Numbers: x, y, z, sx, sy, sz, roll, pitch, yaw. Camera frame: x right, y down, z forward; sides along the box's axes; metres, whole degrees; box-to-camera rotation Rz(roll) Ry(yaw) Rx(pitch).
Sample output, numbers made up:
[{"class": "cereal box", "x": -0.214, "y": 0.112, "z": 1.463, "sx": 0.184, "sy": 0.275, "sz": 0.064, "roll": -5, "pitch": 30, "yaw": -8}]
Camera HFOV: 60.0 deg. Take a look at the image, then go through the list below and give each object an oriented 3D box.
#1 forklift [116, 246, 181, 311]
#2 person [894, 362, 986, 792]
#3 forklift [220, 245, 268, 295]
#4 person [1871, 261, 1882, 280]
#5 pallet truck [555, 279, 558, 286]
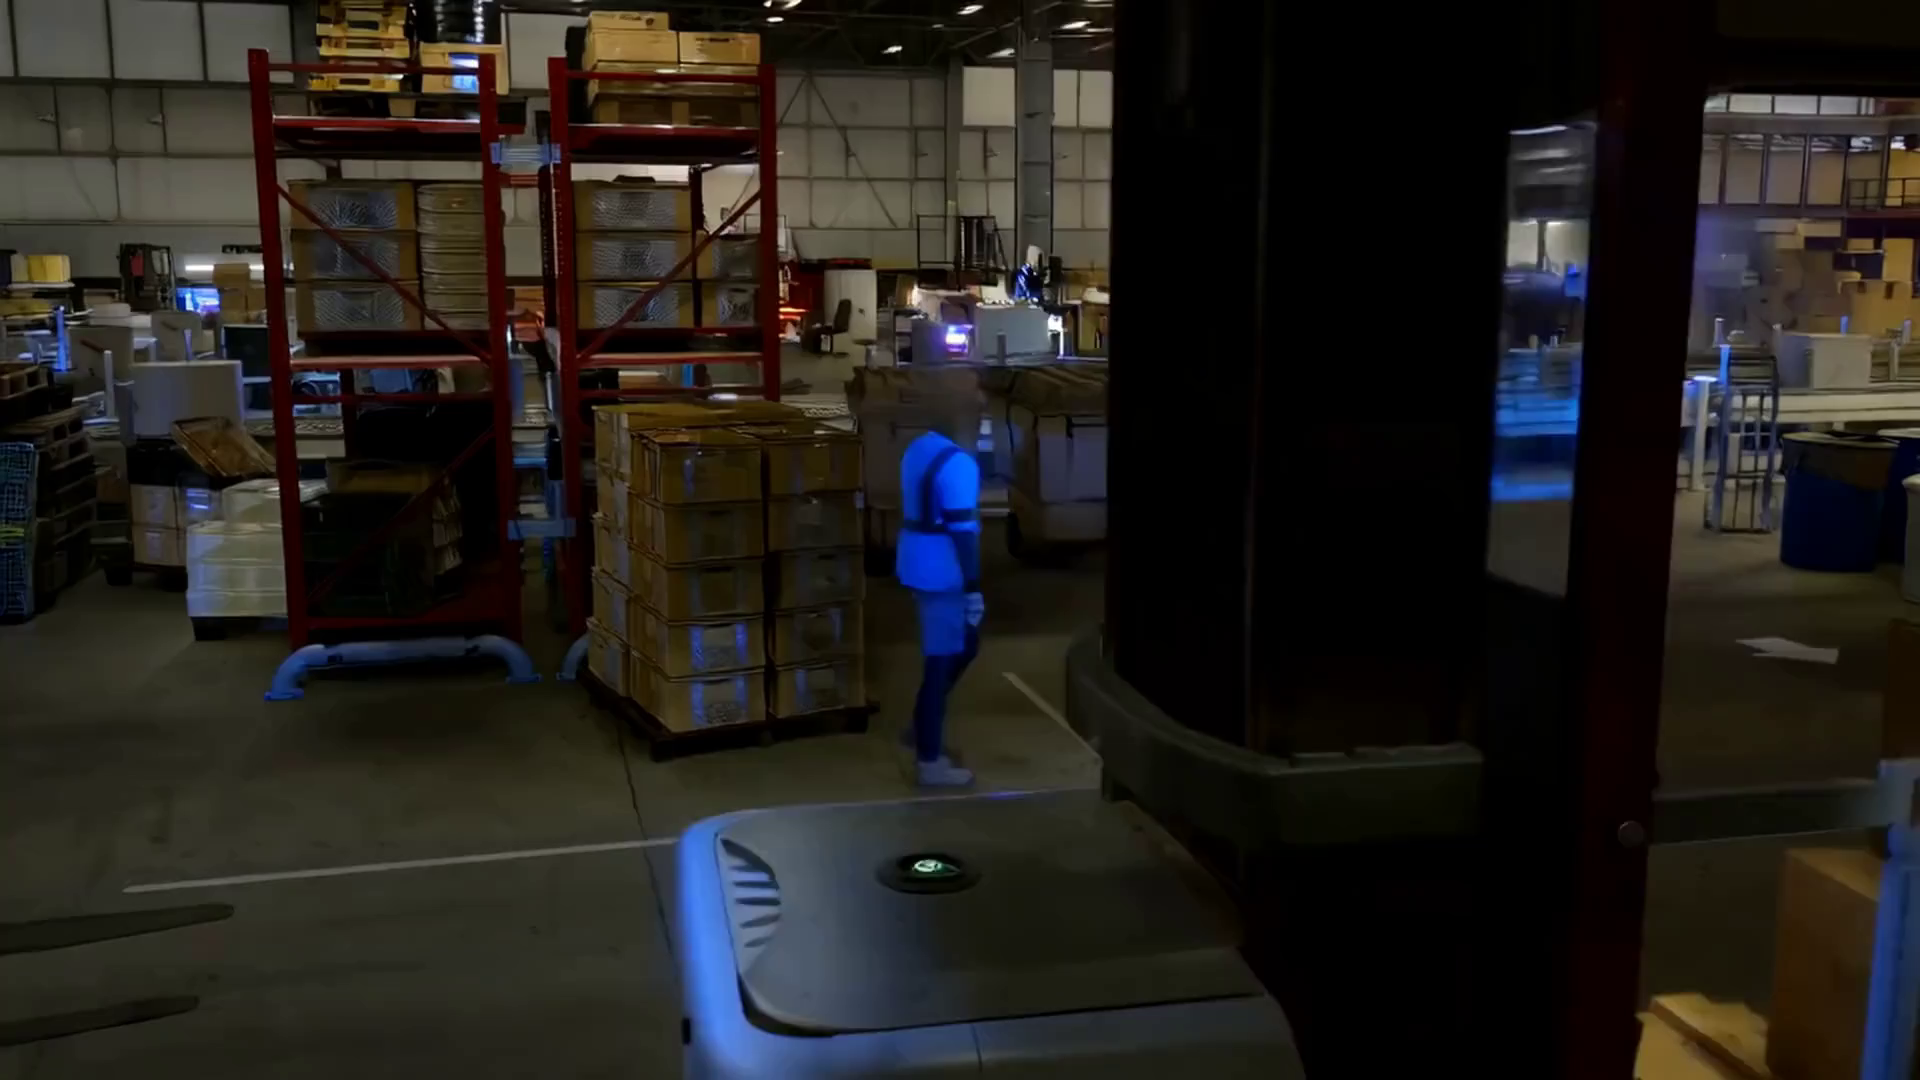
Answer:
[{"class": "forklift", "x": -19.966, "y": -6.232, "z": 40.894, "sx": 1.157, "sy": 1.987, "sz": 2.680, "roll": -3, "pitch": 10, "yaw": -15}, {"class": "person", "x": -0.051, "y": 0.152, "z": 6.459, "sx": 0.386, "sy": 1.680, "sz": 0.551, "roll": -3, "pitch": 11, "yaw": -18}, {"class": "forklift", "x": -17.749, "y": -6.334, "z": 41.440, "sx": 1.157, "sy": 1.987, "sz": 2.680, "roll": -3, "pitch": 10, "yaw": -17}, {"class": "person", "x": 23.179, "y": -6.179, "z": 42.097, "sx": 0.319, "sy": 1.767, "sz": 0.534, "roll": 7, "pitch": 12, "yaw": 34}, {"class": "pallet truck", "x": -10.604, "y": -6.375, "z": 44.520, "sx": 0.653, "sy": 1.274, "sz": 1.630, "roll": -3, "pitch": 10, "yaw": -15}]
